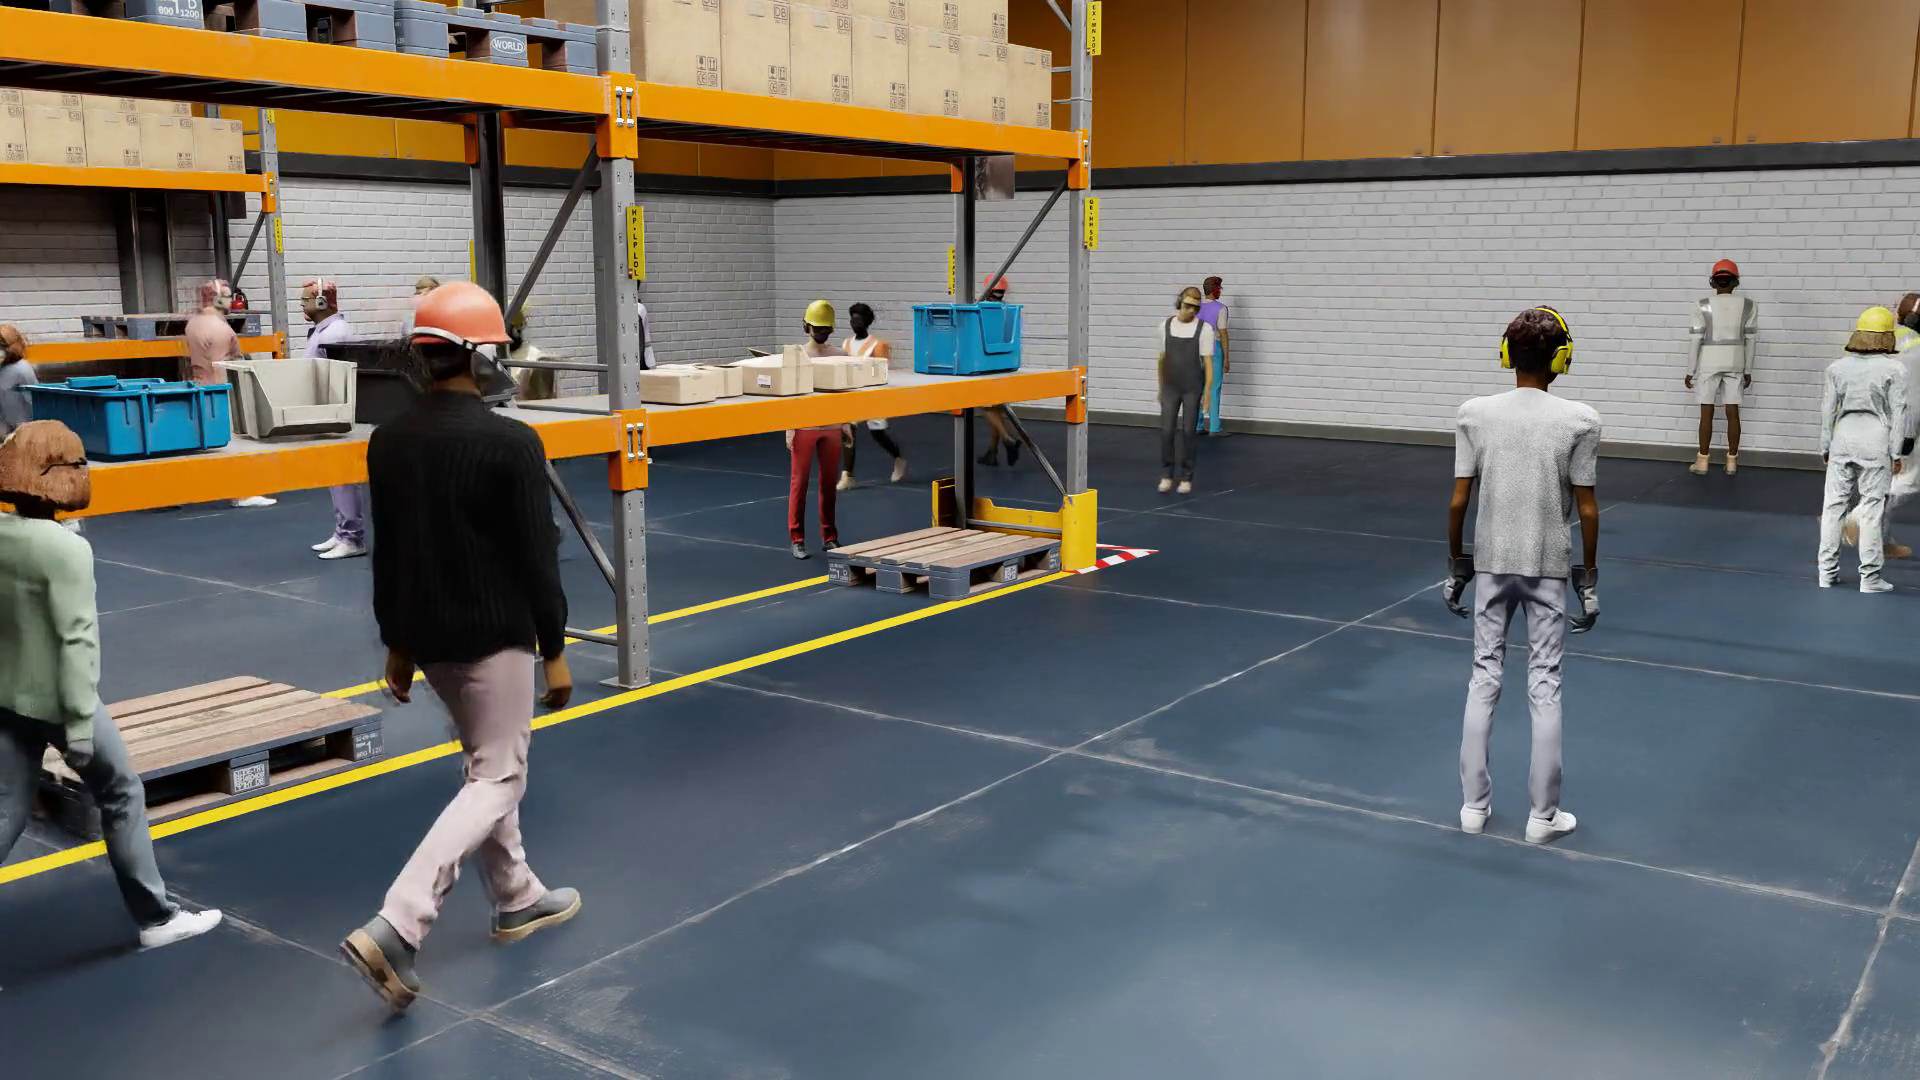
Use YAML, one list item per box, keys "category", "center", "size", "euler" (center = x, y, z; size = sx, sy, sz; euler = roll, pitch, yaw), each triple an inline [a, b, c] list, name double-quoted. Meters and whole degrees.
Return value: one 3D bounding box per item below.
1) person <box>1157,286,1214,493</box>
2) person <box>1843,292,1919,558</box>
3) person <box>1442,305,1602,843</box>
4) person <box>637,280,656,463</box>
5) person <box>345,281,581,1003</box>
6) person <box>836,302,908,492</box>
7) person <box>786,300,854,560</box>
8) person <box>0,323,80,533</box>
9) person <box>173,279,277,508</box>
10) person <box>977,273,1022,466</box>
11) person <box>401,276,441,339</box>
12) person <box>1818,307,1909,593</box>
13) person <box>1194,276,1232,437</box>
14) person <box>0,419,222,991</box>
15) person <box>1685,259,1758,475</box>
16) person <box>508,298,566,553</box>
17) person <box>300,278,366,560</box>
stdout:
- category: "person"
  center: [1.951, -1.287, 14.397]
  size: [0.523, 1.802, 0.573]
  euler: [3, 10, 19]
- category: "person"
  center: [6.240, -0.754, 11.183]
  size: [0.543, 1.819, 0.659]
  euler: [0, 10, 0]
- category: "person"
  center: [1.966, 0.122, 5.821]
  size: [0.538, 1.869, 0.313]
  euler: [6, 11, 30]
- category: "person"
  center: [-3.232, -1.713, 16.602]
  size: [0.395, 1.920, 0.587]
  euler: [-2, 10, -12]
- category: "person"
  center: [-1.403, 0.271, 4.635]
  size: [0.623, 1.969, 0.897]
  euler: [6, 11, 30]
- category: "person"
  center: [-0.798, -1.276, 14.753]
  size: [0.532, 1.674, 0.792]
  euler: [7, 12, 38]
- category: "person"
  center: [-0.963, -0.751, 11.355]
  size: [0.524, 1.760, 0.327]
  euler: [-6, 11, -32]
- category: "person"
  center: [-6.764, -0.761, 11.921]
  size: [0.833, 1.580, 0.590]
  euler: [-9, 13, -43]
- category: "person"
  center: [-6.080, -1.170, 13.477]
  size: [0.637, 1.884, 0.812]
  euler: [9, 13, 43]
- category: "person"
  center: [0.393, -1.640, 16.189]
  size: [0.553, 1.913, 0.784]
  euler: [-6, 11, -32]
- category: "person"
  center: [-4.215, -1.191, 13.552]
  size: [0.640, 1.912, 0.921]
  euler: [4, 10, 21]
- category: "person"
  center: [5.546, -0.553, 10.217]
  size: [0.322, 1.743, 0.489]
  euler: [-8, 12, -38]
- category: "person"
  center: [2.862, -2.100, 19.122]
  size: [0.389, 1.846, 0.567]
  euler: [-7, 12, -38]
- category: "person"
  center: [-2.568, 0.459, 4.632]
  size: [0.516, 1.592, 0.840]
  euler: [5, 11, 29]
- category: "person"
  center: [7.202, -1.632, 15.774]
  size: [0.605, 2.037, 0.394]
  euler: [2, 10, 10]
- category: "person"
  center: [-2.835, -0.664, 10.720]
  size: [0.602, 1.806, 0.839]
  euler: [5, 11, 28]
- category: "person"
  center: [-4.305, -0.824, 11.347]
  size: [0.401, 1.906, 0.649]
  euler: [-4, 11, -25]
